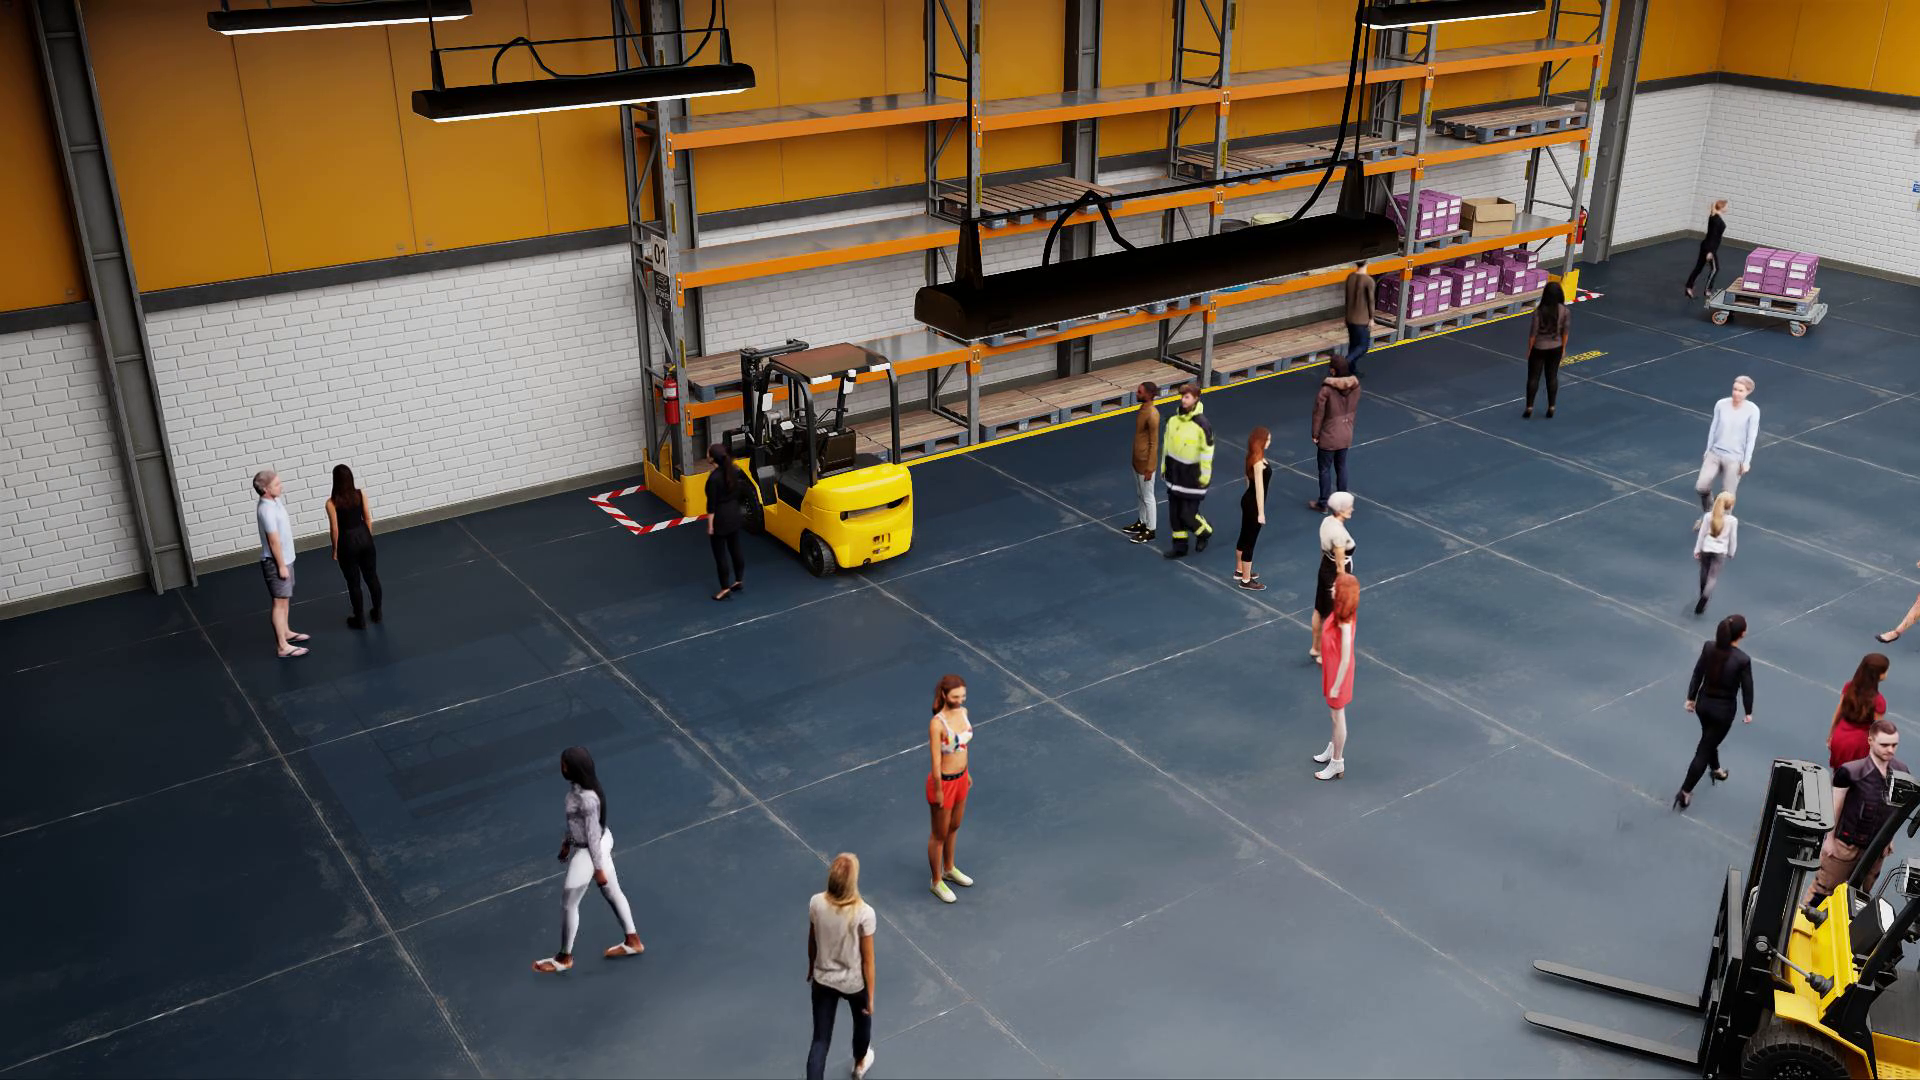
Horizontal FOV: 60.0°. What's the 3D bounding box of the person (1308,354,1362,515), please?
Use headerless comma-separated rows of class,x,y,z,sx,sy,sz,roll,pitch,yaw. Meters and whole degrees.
person,4.268,-1.207,18.913,0.663,1.843,0.850,-10,26,-22

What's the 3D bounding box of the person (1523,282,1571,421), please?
person,7.692,-2.478,21.824,0.738,1.839,0.815,2,24,4

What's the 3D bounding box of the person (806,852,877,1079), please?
person,-0.747,2.735,9.976,1.102,1.778,1.213,6,24,13

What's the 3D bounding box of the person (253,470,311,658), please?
person,-6.459,0.196,15.720,0.671,1.829,0.702,-5,24,-12

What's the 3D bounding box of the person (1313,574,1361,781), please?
person,3.110,1.107,13.638,0.725,1.827,0.660,5,24,11

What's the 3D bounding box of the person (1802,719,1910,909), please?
person,6.185,2.045,11.474,0.701,1.842,0.830,-3,24,-7

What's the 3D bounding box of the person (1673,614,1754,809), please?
person,5.931,1.395,13.169,0.969,1.676,0.643,-13,27,-28

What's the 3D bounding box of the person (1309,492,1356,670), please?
person,3.431,0.381,15.393,0.696,1.752,0.703,-2,24,-5

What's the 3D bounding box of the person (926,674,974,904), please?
person,-0.089,1.776,12.155,0.702,1.789,0.576,17,29,33

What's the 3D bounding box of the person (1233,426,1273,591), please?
person,3.005,-0.345,17.093,0.668,1.722,0.649,-1,24,-3

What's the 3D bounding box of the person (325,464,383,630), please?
person,-5.907,0.054,16.222,0.684,1.688,0.542,22,32,40

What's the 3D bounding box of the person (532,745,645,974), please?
person,-2.422,2.161,11.394,1.077,1.694,0.854,-6,24,-13

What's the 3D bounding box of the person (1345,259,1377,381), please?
person,5.496,-3.067,23.129,0.933,1.873,0.671,-14,27,-30

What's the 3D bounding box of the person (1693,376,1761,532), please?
person,8.434,-0.920,18.204,0.725,1.886,0.717,22,32,40

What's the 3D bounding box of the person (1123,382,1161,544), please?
person,2.025,-0.868,18.171,0.676,1.815,0.707,-5,24,-11

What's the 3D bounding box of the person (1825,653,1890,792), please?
person,6.867,1.590,12.897,0.727,1.536,0.634,-8,25,-17

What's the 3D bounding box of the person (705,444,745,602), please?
person,-2.378,-0.181,16.795,0.733,1.660,0.608,14,27,28

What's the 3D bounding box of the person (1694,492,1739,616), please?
person,7.484,0.153,16.544,0.665,1.248,0.963,17,29,33

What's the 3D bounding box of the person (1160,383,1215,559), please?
person,2.469,-0.751,17.709,0.811,1.971,0.792,-19,30,-36

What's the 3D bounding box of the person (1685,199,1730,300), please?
person,12.143,-4.713,27.142,0.983,1.675,0.926,1,24,2
